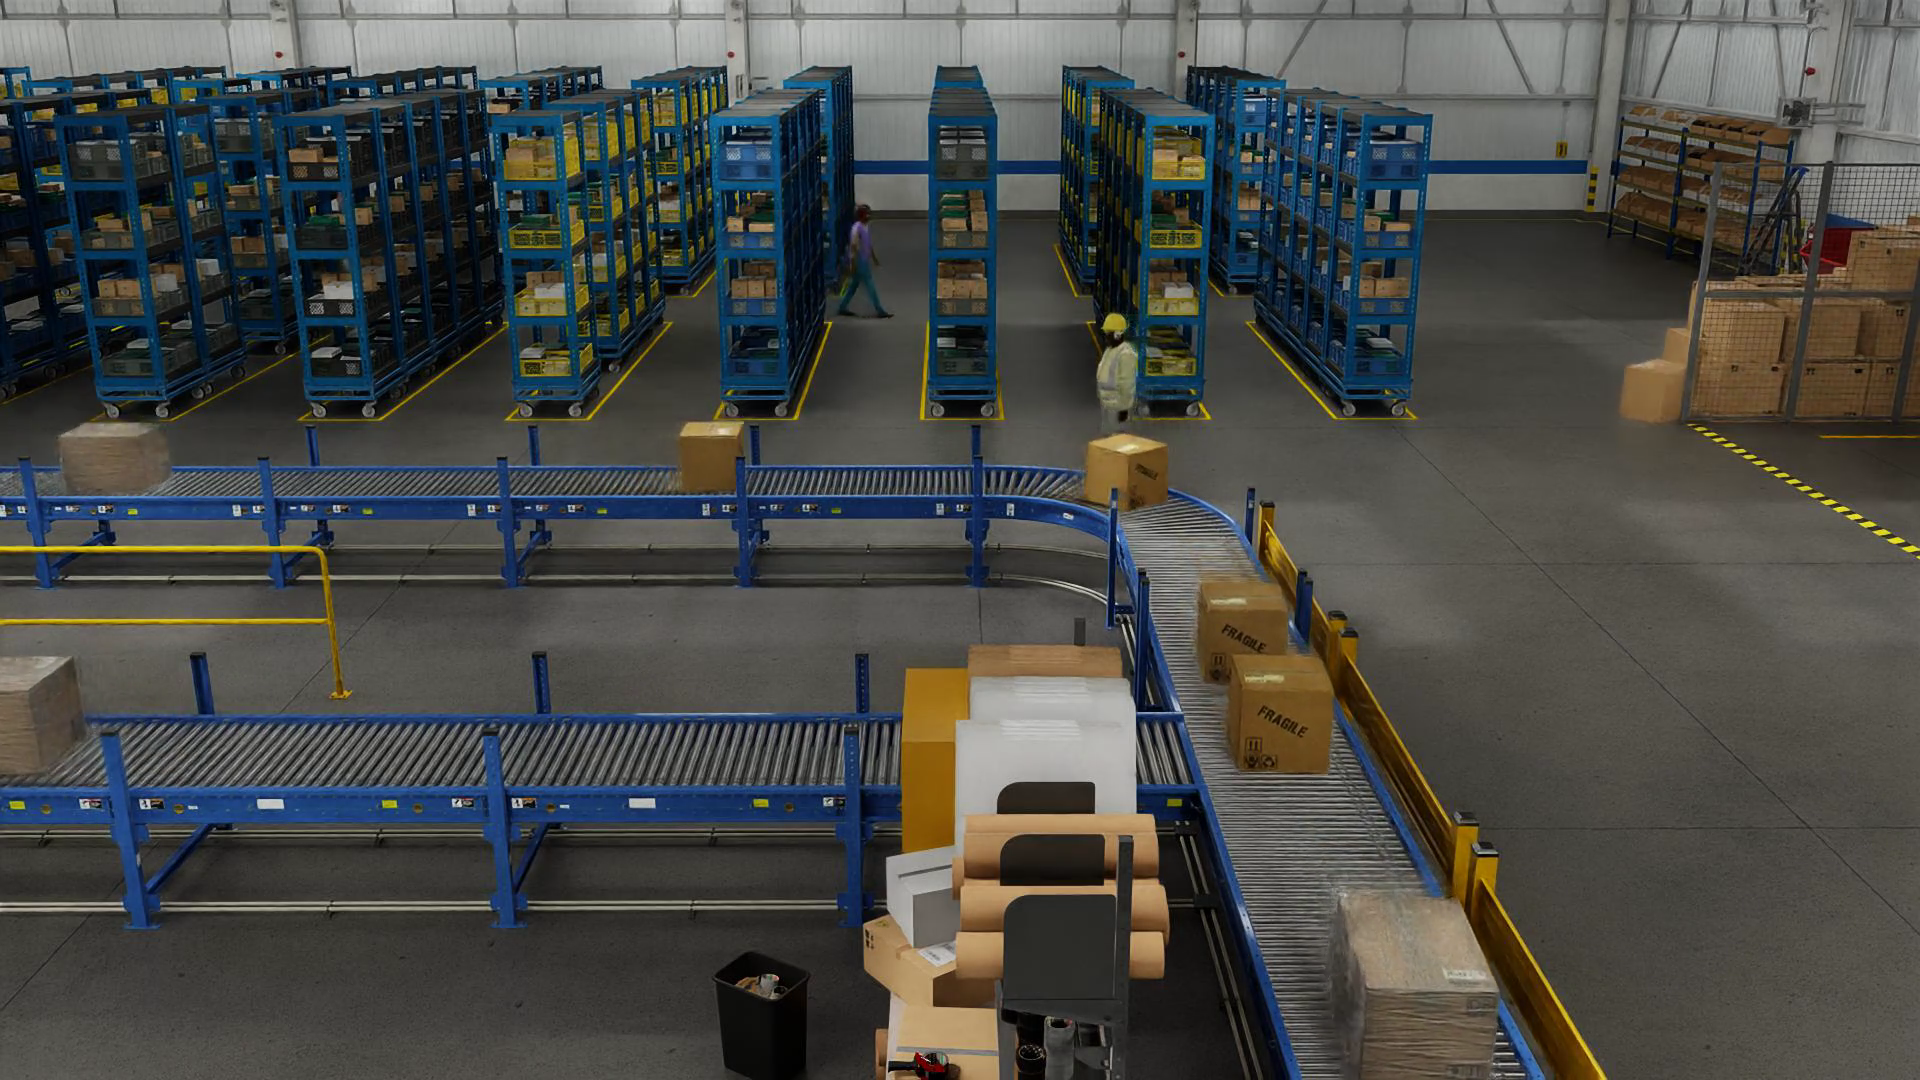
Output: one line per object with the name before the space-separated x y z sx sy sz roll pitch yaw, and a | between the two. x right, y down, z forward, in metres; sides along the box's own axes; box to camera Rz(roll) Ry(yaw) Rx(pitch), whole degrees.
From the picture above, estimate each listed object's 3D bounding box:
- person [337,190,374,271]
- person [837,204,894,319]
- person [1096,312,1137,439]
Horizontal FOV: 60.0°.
person | -9.727 -4.607 26.639 0.615 1.971 0.451 -13 22 -35
person | -1.542 -4.406 26.310 0.962 1.799 0.572 3 18 8
person | 1.664 -1.452 17.158 0.555 1.821 0.604 -5 19 -15
